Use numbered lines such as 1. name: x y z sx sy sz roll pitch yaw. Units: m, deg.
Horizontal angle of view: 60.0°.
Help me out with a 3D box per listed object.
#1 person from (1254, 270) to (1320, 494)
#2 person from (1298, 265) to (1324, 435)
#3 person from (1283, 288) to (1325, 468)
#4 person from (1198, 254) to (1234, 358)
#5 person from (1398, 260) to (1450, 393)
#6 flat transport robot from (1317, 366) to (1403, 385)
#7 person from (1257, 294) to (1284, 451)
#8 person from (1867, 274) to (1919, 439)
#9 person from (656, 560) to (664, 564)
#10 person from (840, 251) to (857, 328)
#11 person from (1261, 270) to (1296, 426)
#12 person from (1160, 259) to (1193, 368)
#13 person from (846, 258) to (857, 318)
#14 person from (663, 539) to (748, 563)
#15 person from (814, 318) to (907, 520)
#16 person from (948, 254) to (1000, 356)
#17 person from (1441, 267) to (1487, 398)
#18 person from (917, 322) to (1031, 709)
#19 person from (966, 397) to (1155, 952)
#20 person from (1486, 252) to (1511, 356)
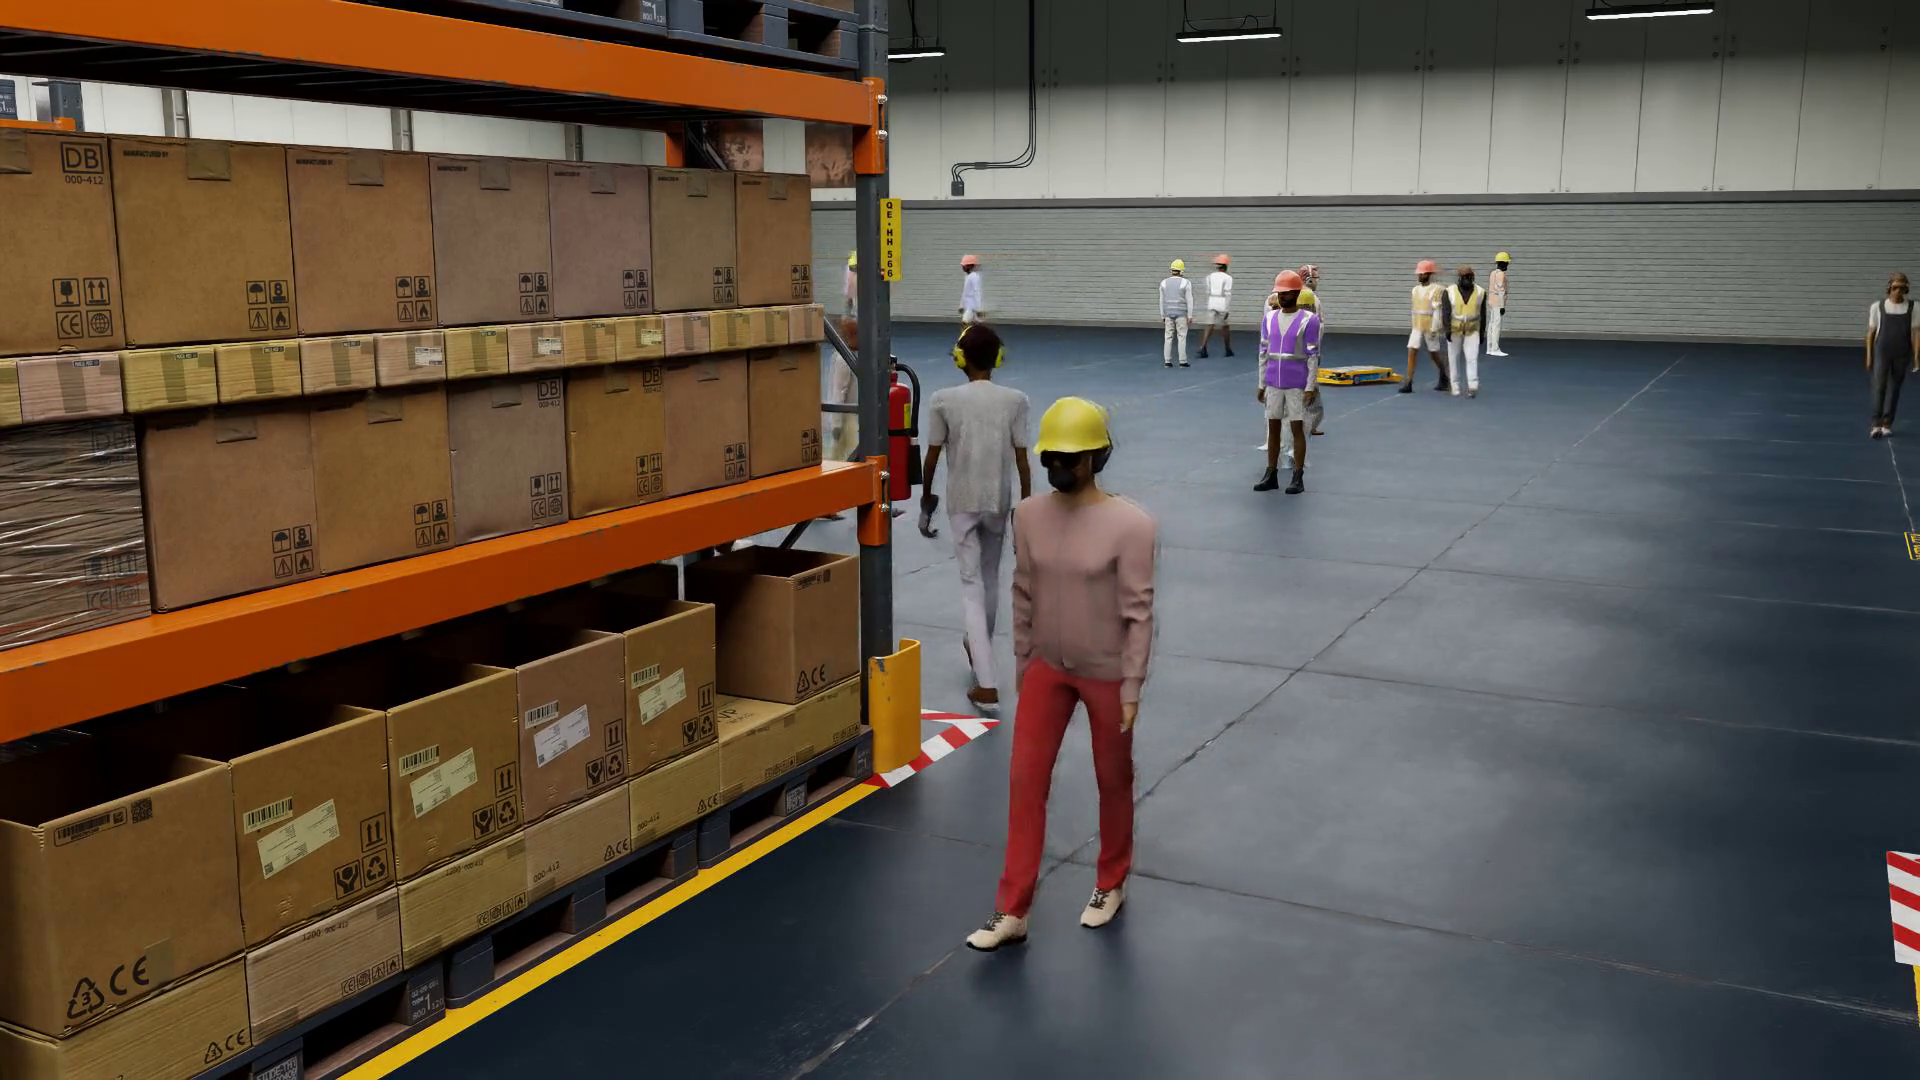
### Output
1. person: 2.840 -1.372 14.506 0.551 1.937 0.357 8 13 36
2. person: 3.900 -2.140 18.782 0.406 1.906 0.654 -3 11 -18
3. person: 3.284 -1.543 15.979 0.353 1.730 0.505 -7 12 -33
4. person: 4.727 -4.282 30.476 0.542 1.906 0.948 8 13 37
5. person: 6.692 -3.056 23.824 0.978 1.904 0.545 -9 14 -40
6. flat transport robot: 6.000 -2.510 25.262 1.431 0.197 0.652 -7 13 -35
7. person: 3.331 -1.740 17.353 0.516 1.635 0.312 -10 14 -43
8. person: 10.282 -2.007 18.318 0.533 1.799 0.927 5 11 24
9. person: -1.644 -0.023 8.009 0.528 1.621 0.575 5 12 26
10. person: -2.319 -5.556 37.504 0.976 1.874 0.592 -7 12 -33
11. person: 3.816 -2.235 19.481 0.629 1.842 0.429 6 12 32
12. person: 3.668 -3.815 28.112 0.590 1.833 0.404 6 12 30
13. person: -2.299 -5.263 36.274 0.544 1.720 0.832 9 14 40
14. person: -1.760 -0.580 10.314 0.744 1.899 0.596 0 10 1
15. person: -0.789 -0.924 12.983 0.819 1.591 0.520 0 10 2
16. person: 0.295 -4.376 31.020 0.970 1.901 0.544 -1 10 -7
17. person: 6.984 -2.868 23.051 0.627 1.791 0.967 2 11 11
18. person: 0.063 -0.146 8.152 0.505 1.821 0.953 -3 11 -16
19. person: 0.323 0.435 5.183 0.545 1.733 0.813 7 12 32
20. person: 10.054 -4.399 31.044 0.366 1.927 0.585 0 10 1
